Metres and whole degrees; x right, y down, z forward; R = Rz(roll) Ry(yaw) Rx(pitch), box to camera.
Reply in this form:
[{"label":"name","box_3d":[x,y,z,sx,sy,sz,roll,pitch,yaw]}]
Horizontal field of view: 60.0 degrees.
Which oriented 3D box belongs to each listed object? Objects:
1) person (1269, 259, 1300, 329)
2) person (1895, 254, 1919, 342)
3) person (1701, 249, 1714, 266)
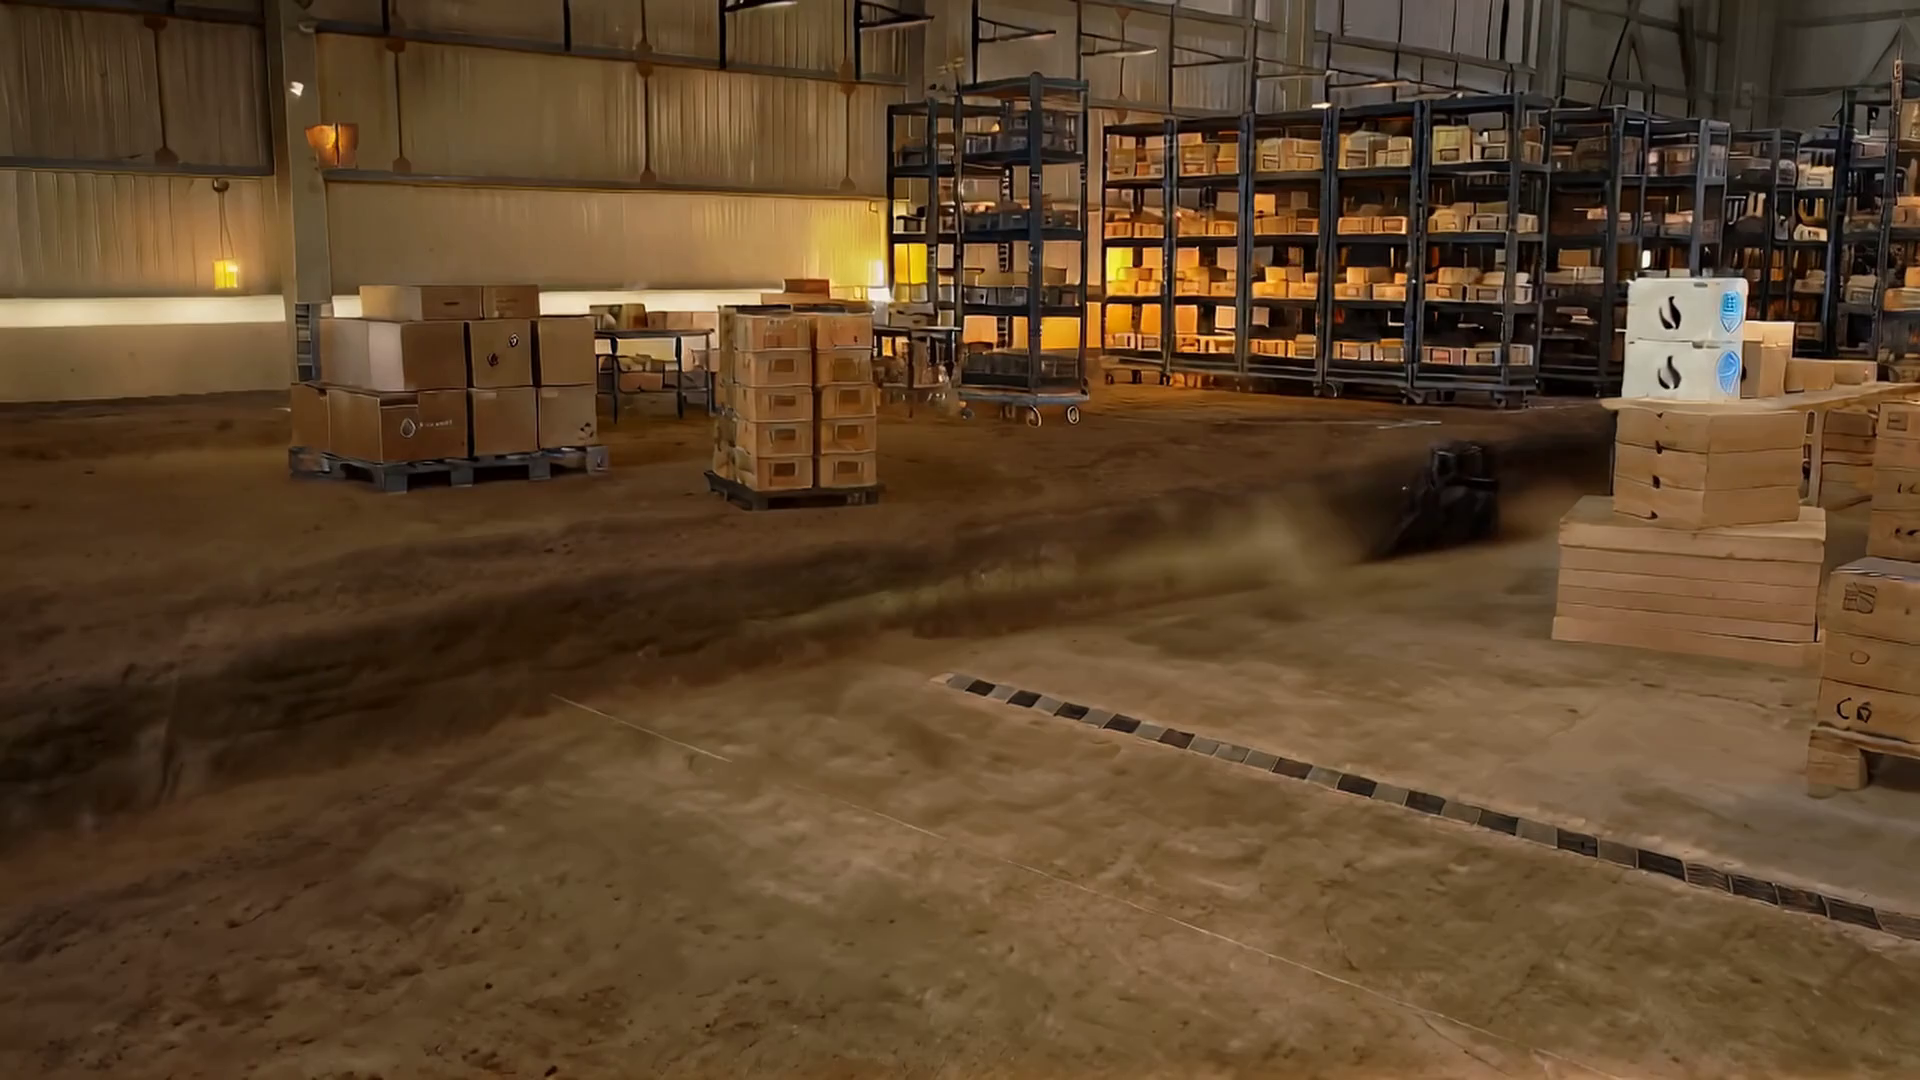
[{"label":"person","box_3d":[5.452,-3.827,27.863,0.580,1.807,0.945,6,11,31]},{"label":"person","box_3d":[13.702,-3.210,24.057,0.404,1.835,0.586,5,11,28]},{"label":"person","box_3d":[12.802,-4.048,28.617,0.619,1.990,0.395,6,11,33]}]
